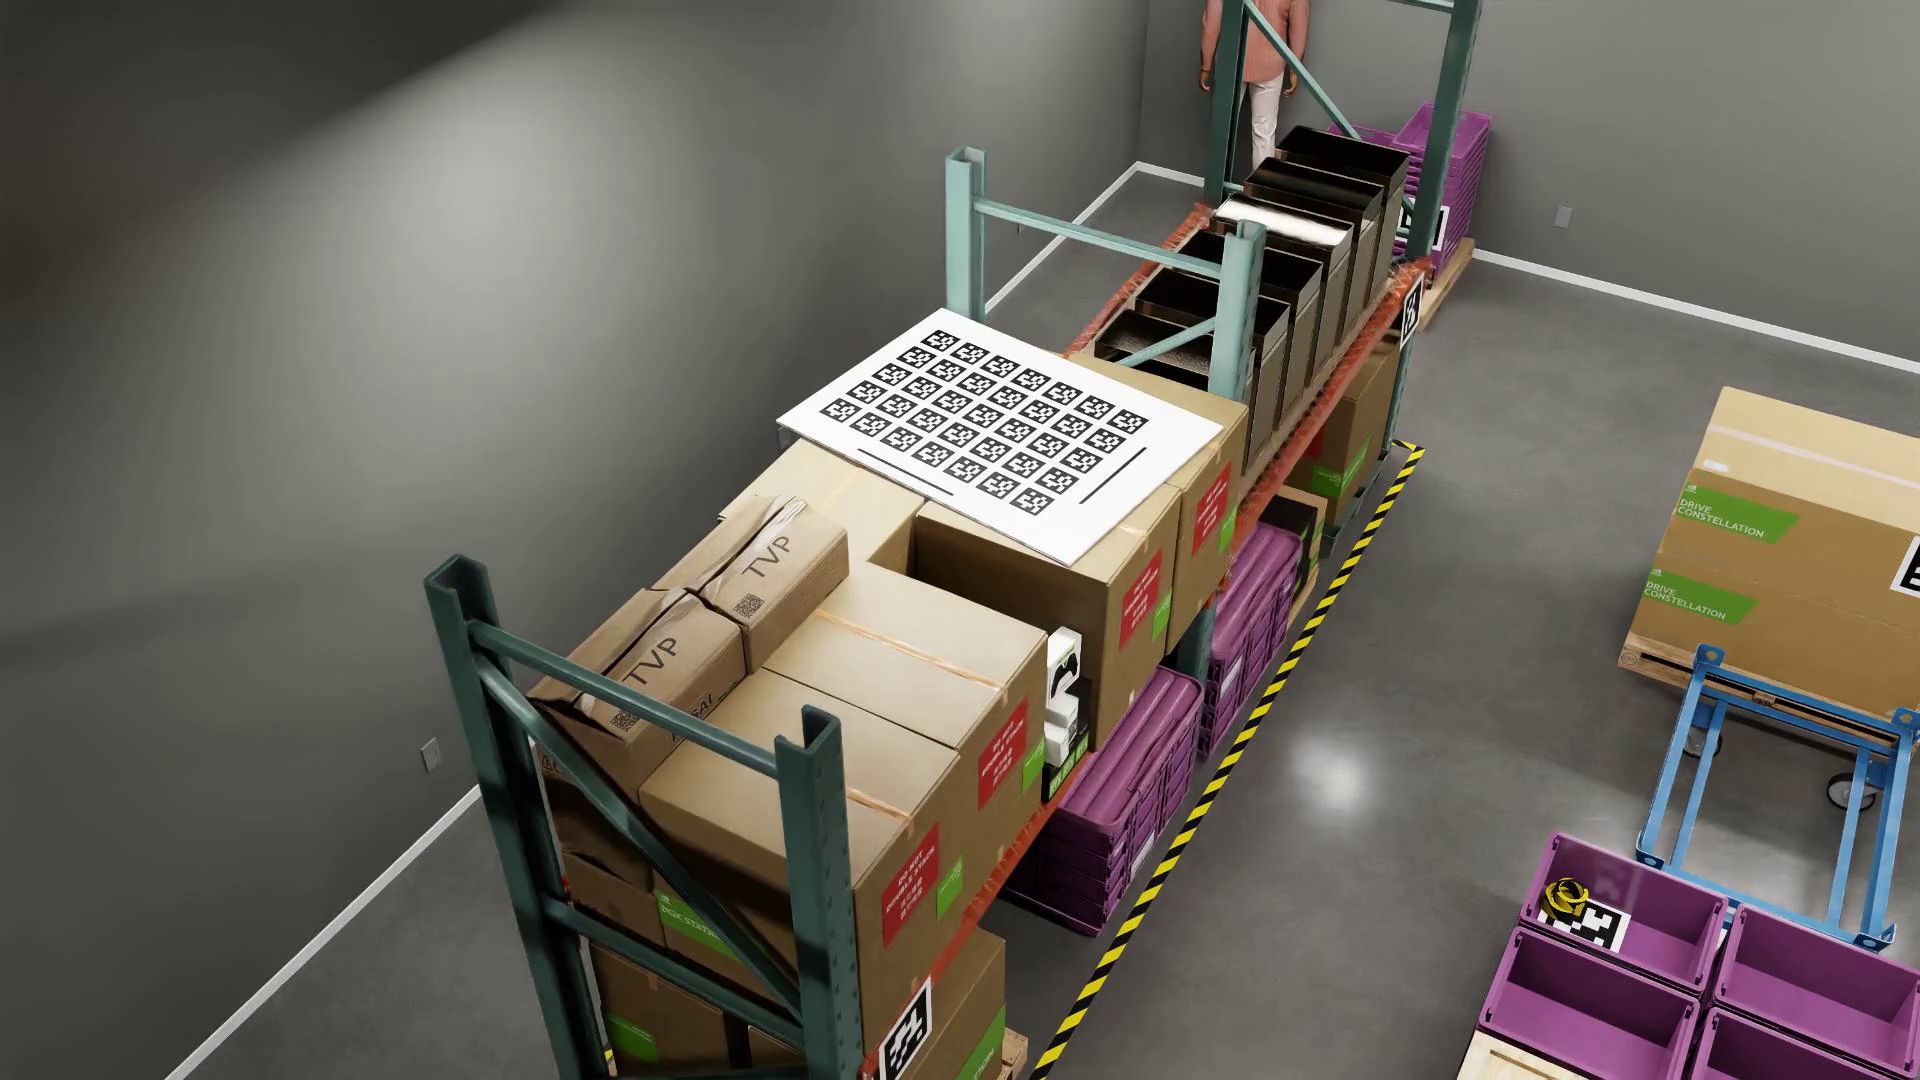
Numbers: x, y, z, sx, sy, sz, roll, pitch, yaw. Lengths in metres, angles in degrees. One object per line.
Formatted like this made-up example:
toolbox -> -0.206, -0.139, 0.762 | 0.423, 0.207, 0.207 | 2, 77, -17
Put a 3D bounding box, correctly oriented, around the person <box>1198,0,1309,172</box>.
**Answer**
person -> 1.736, -2.848, 9.948 | 0.622, 1.992, 0.396 | 4, 40, 5
